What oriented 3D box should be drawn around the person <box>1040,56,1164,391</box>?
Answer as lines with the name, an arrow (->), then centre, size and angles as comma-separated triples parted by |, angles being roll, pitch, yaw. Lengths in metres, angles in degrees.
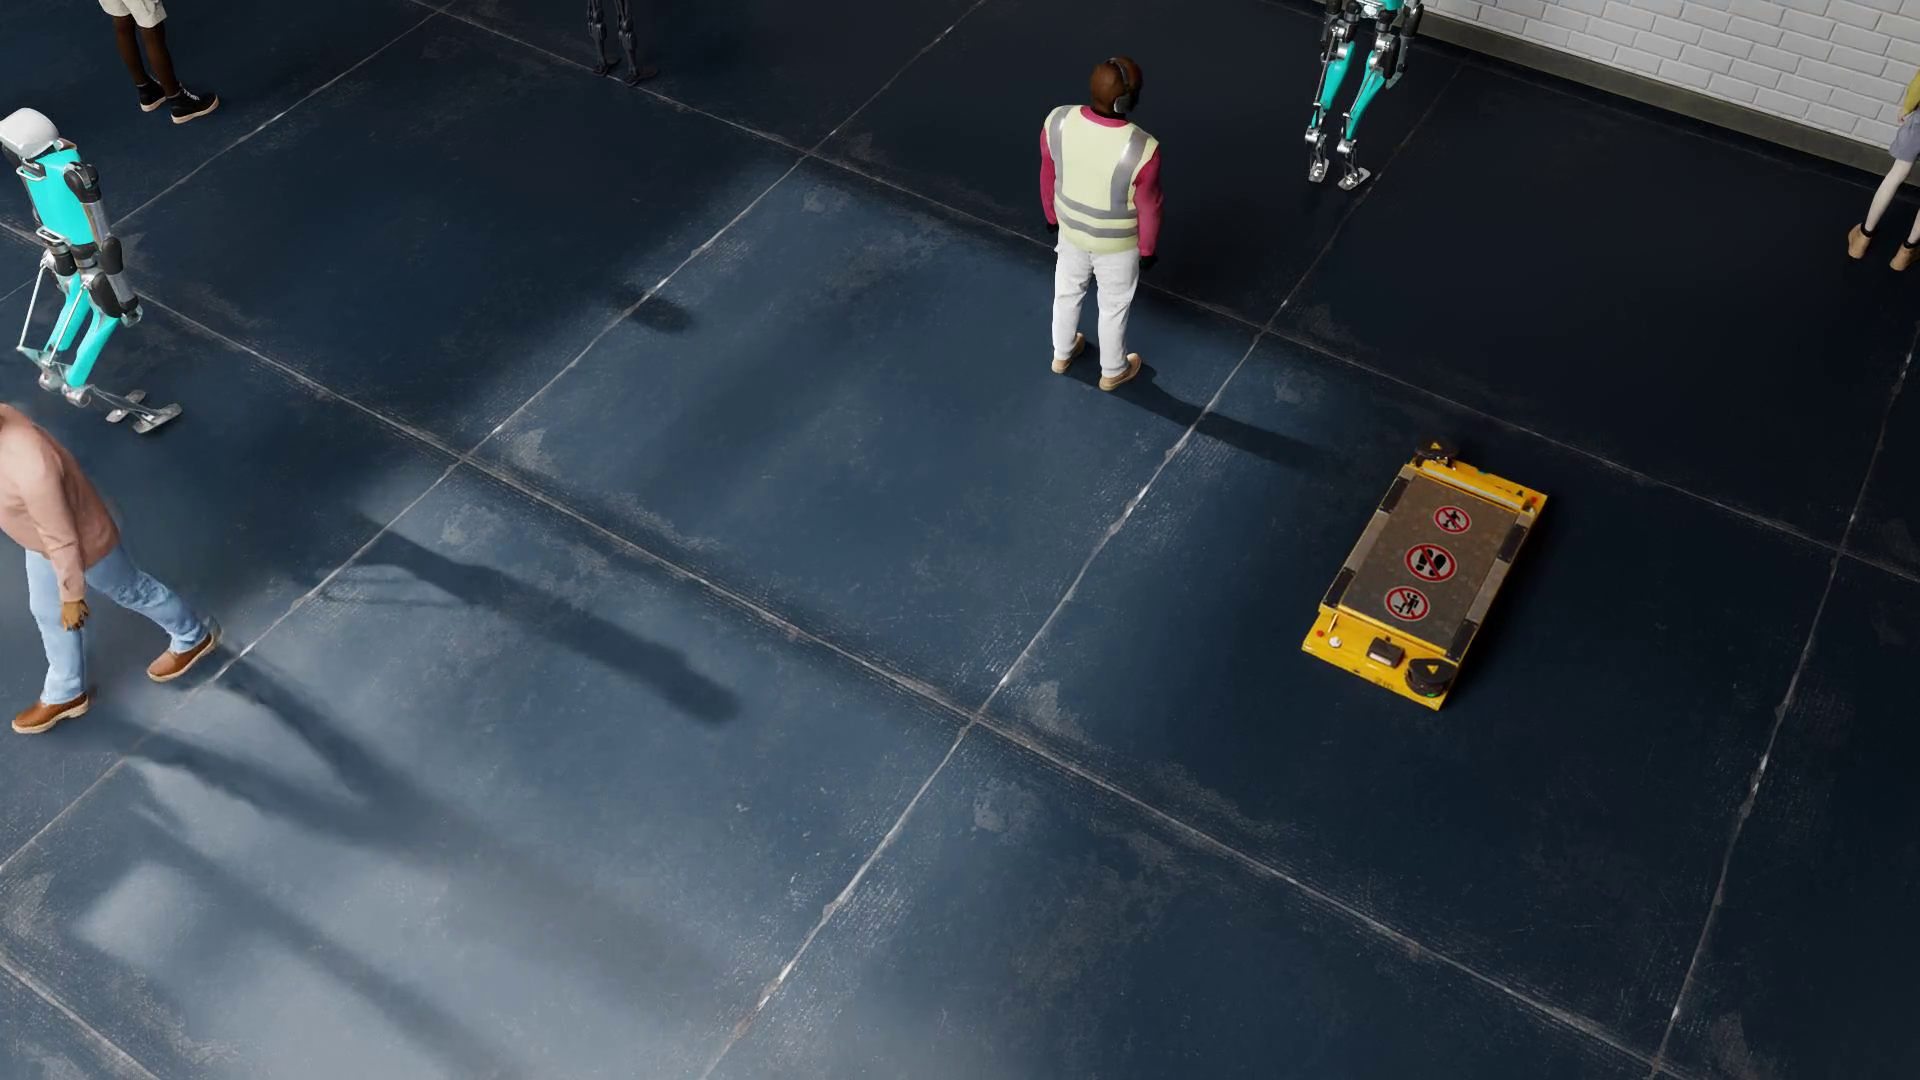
person -> 0.692, -1.522, 8.103 | 0.632, 1.839, 0.429 | 25, 53, 20

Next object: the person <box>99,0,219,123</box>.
person -> -4.871, -3.344, 9.612 | 0.611, 1.963, 0.363 | 25, 53, 20

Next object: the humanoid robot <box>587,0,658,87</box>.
humanoid robot -> -2.151, -3.538, 9.964 | 0.599, 1.657, 0.315 | 25, 53, 20

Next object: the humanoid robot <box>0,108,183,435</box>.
humanoid robot -> -4.191, -1.130, 7.740 | 0.533, 1.677, 0.735 | 25, 53, 20

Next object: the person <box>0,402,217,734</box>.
person -> -3.676, 0.073, 6.634 | 0.631, 1.943, 0.973 | 33, 57, 26

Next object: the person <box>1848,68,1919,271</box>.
person -> 5.193, -2.250, 8.707 | 0.485, 1.889, 0.398 | 25, 53, 20

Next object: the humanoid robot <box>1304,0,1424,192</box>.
humanoid robot -> 2.131, -2.613, 9.036 | 0.533, 1.677, 0.735 | 25, 53, 20

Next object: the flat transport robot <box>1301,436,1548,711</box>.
flat transport robot -> 2.181, 0.118, 7.712 | 0.659, 0.231, 1.431 | 25, 53, 20
